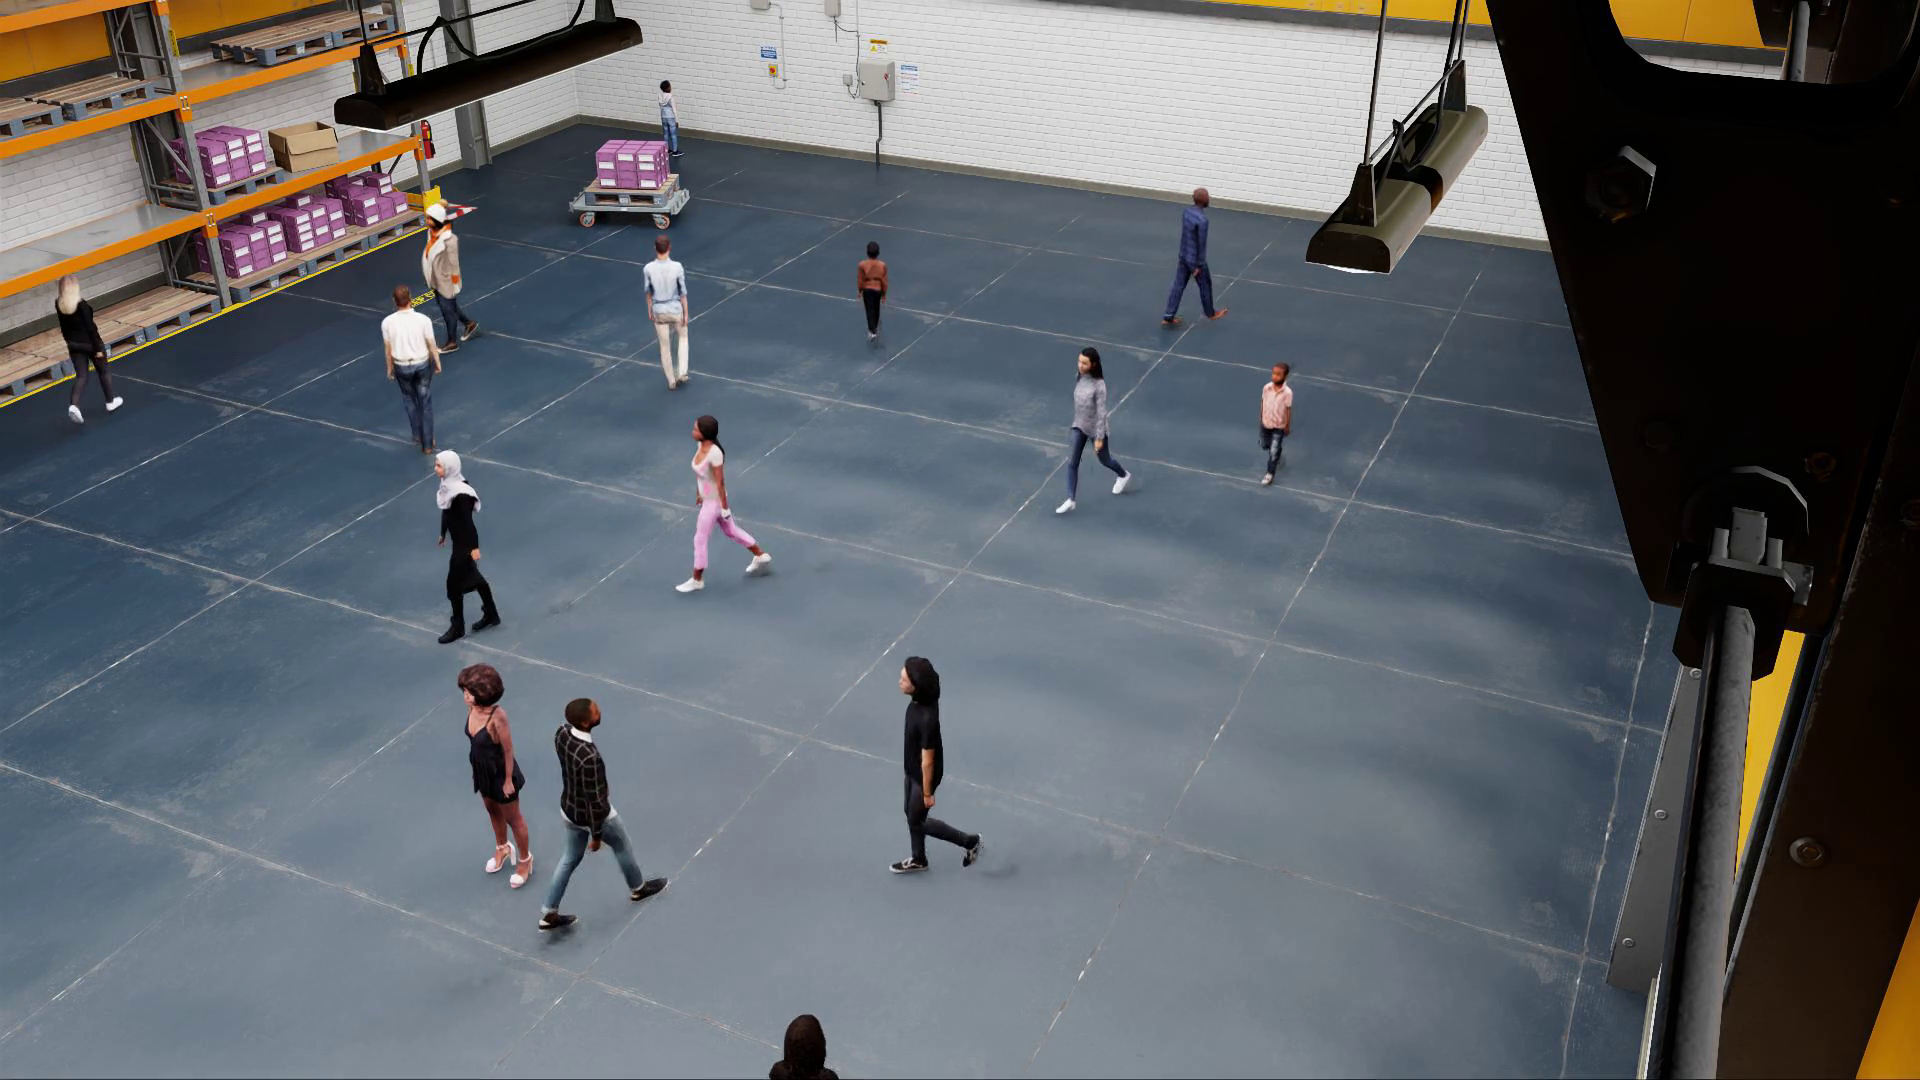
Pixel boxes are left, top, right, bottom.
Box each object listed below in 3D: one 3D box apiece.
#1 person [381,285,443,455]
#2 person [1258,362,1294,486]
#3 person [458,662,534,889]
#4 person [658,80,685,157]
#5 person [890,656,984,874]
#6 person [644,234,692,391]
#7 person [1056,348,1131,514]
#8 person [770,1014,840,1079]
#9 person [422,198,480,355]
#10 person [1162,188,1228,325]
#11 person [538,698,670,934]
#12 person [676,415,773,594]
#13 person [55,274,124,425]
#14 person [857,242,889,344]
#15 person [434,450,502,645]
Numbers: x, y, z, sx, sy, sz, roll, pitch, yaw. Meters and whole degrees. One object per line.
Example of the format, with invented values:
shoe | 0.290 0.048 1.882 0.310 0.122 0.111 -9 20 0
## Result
person | -5.817 -1.776 17.661 0.914 1.840 0.979 -6 29 -10
person | 3.295 -1.241 17.248 0.588 1.297 0.799 19 34 31
person | -3.205 1.616 11.497 0.621 1.789 0.610 21 35 34
person | -4.922 -7.134 28.089 0.484 1.261 0.500 15 32 25
person | -0.171 1.582 11.532 0.960 1.815 0.957 -3 29 -6
person | -3.380 -2.582 19.143 0.762 1.837 0.788 -1 29 -3
person | 1.371 -1.112 16.593 1.247 1.697 0.950 -22 36 -35
person | -0.809 3.207 8.745 0.659 1.631 0.887 8 30 14
person | -6.249 -3.268 20.349 1.062 1.887 0.927 -23 36 -35
person | 2.864 -3.530 20.948 1.248 1.773 1.096 -15 32 -25
person | -2.571 1.856 11.070 1.277 1.777 0.960 -24 37 -37
person | -2.148 -0.343 15.182 1.194 1.700 1.093 -11 30 -19
person | -9.761 -2.094 18.435 0.817 1.659 1.129 5 29 8
person | -1.092 -3.073 20.671 0.843 1.235 0.962 -6 29 -11
person | -4.228 0.021 14.454 0.960 1.758 0.848 -18 34 -30
